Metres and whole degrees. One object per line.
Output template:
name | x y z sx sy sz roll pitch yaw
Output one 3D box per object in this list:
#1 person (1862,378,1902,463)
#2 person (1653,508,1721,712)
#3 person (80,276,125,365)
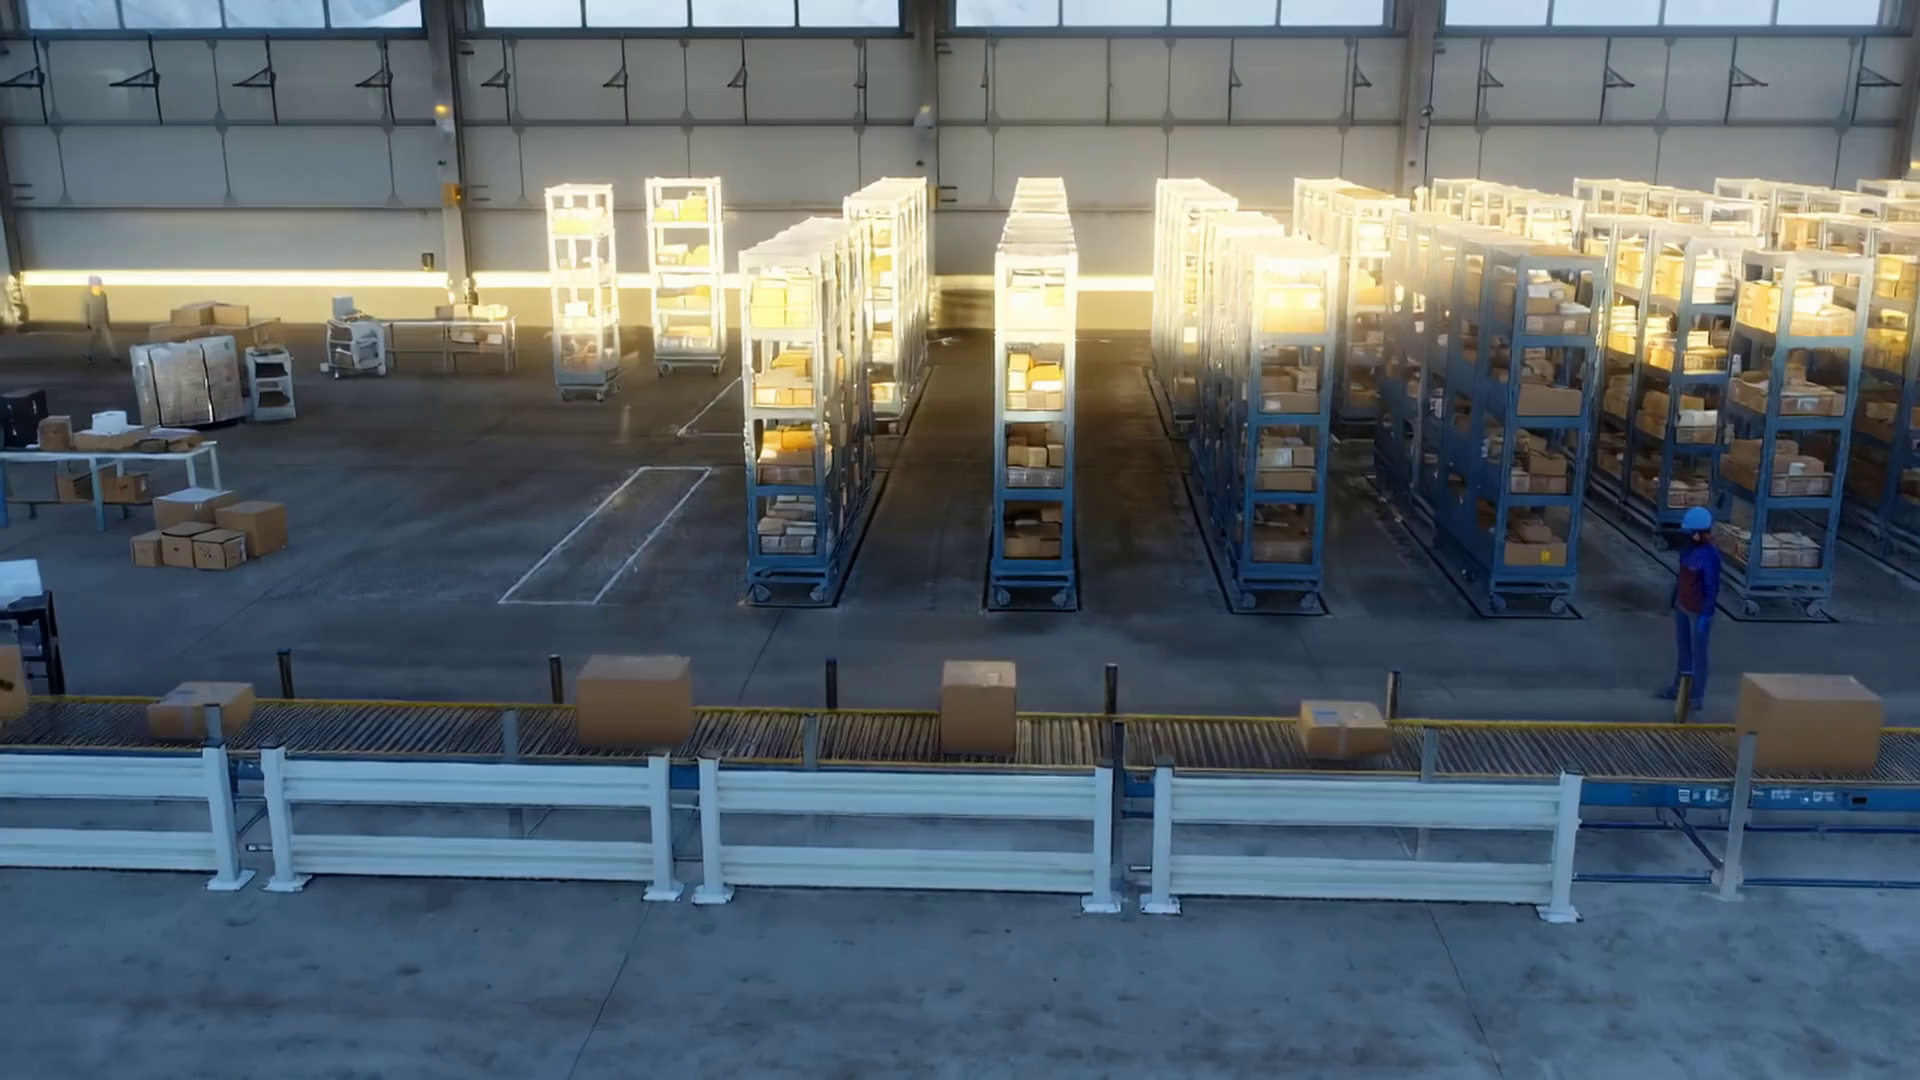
person | 12.969 -1.967 23.420 0.946 1.796 0.568 7 16 23
person | 6.172 0.582 14.048 0.328 1.760 0.523 -1 15 -5
person | -16.511 -4.191 31.857 0.912 1.708 0.556 9 17 29
